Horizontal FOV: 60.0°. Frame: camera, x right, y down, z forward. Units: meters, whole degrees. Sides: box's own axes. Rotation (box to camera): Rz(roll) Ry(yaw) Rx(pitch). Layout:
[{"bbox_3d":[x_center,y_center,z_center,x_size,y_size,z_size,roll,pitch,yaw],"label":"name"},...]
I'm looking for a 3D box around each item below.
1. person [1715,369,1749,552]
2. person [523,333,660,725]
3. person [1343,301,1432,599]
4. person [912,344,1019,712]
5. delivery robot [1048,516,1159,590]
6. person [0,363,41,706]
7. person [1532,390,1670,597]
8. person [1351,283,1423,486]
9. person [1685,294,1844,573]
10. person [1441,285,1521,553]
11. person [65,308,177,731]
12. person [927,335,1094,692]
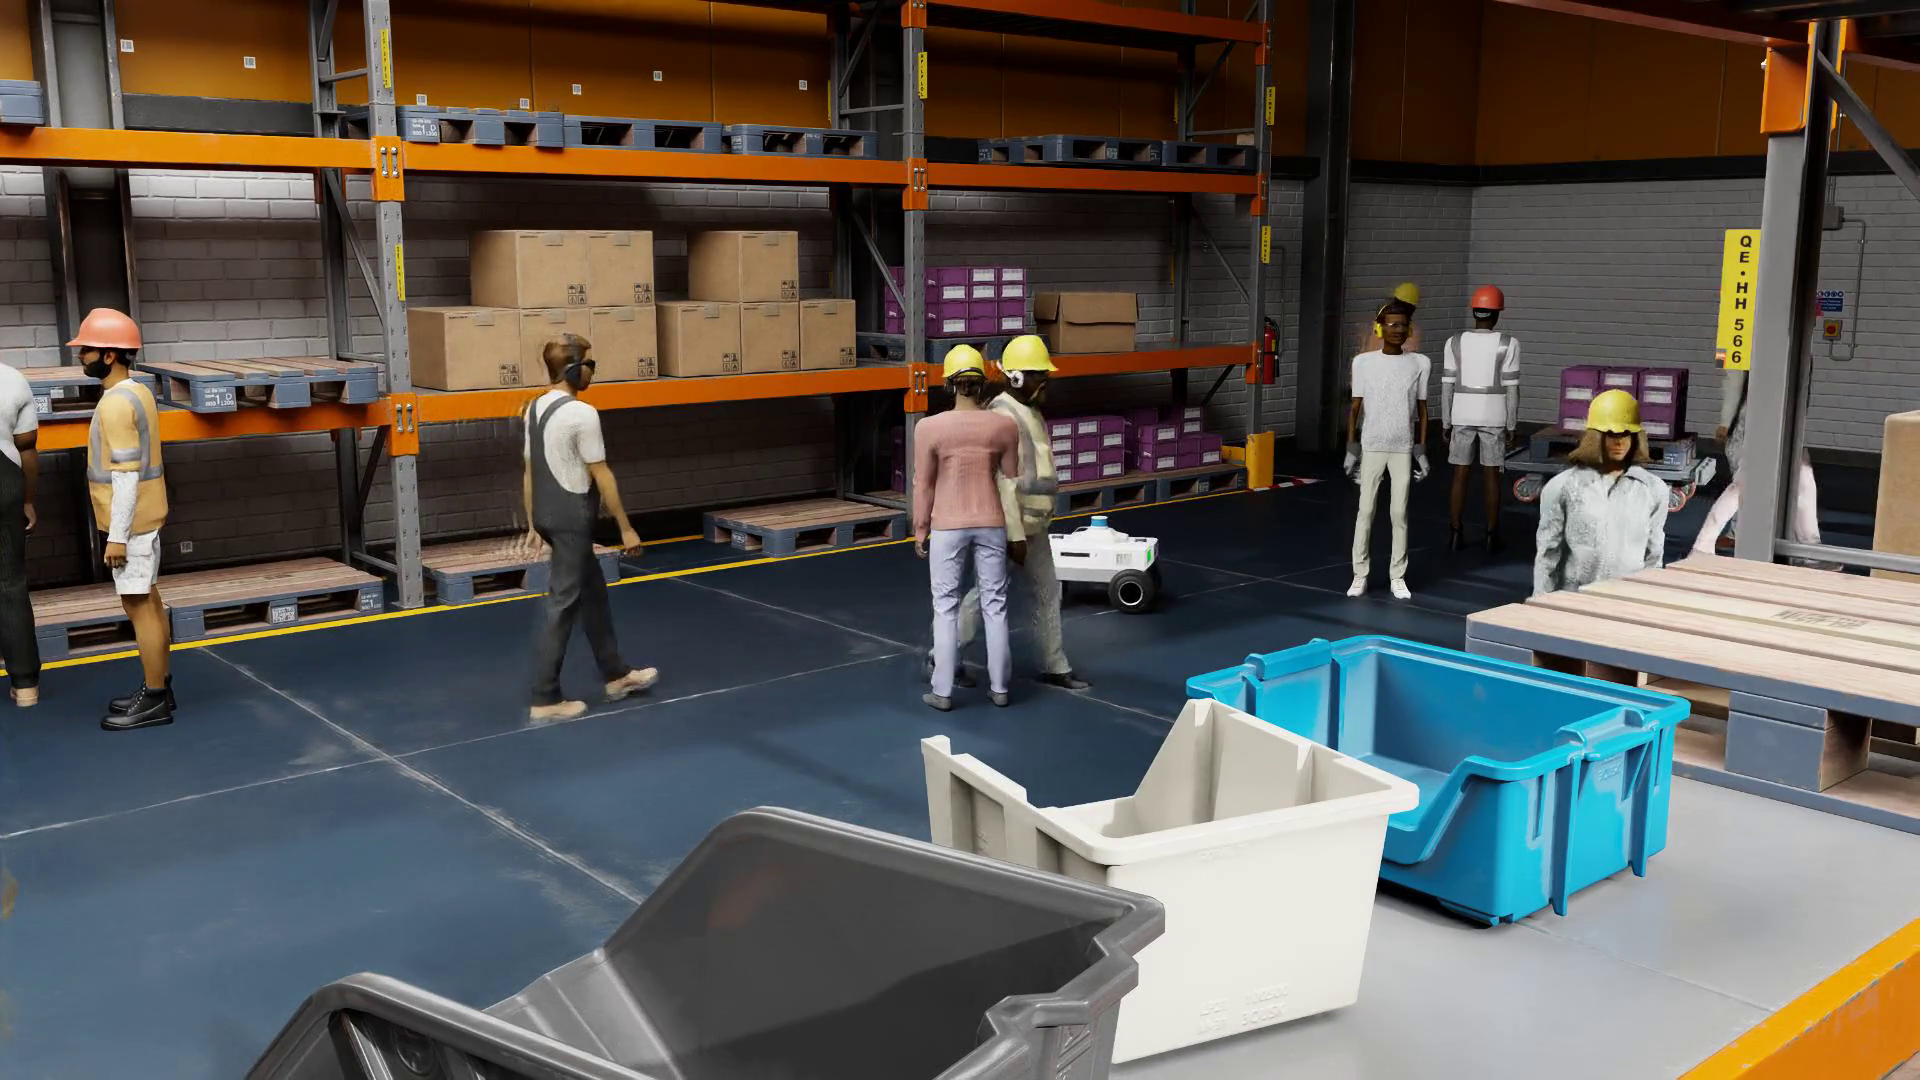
[{"bbox_3d":[5.741,-0.872,12.057,0.629,1.940,0.379,-4,11,-22],"label":"person"},{"bbox_3d":[-1.718,-0.063,7.867,0.837,1.815,0.522,-8,13,-38],"label":"person"},{"bbox_3d":[2.698,-0.550,10.466,0.551,1.872,0.379,2,10,11],"label":"person"},{"bbox_3d":[0.025,-0.057,8.012,0.522,1.758,0.350,-2,10,-14],"label":"person"},{"bbox_3d":[0.856,0.094,10.261,0.707,0.478,0.477,2,10,13],"label":"delivery robot"},{"bbox_3d":[-4.756,-0.178,7.888,0.538,2.000,0.684,10,14,44],"label":"person"},{"bbox_3d":[2.433,0.269,6.358,0.497,1.695,0.880,1,10,7],"label":"person"},{"bbox_3d":[3.921,-1.419,15.301,0.614,1.870,0.622,-6,12,-30],"label":"person"},{"bbox_3d":[5.461,-0.713,11.194,1.050,1.947,0.605,-2,10,-10],"label":"person"},{"bbox_3d":[3.776,-0.875,12.078,0.549,1.936,0.377,5,12,28],"label":"person"},{"bbox_3d":[-3.862,-0.094,7.693,0.354,1.942,0.545,-3,11,-18],"label":"person"},{"bbox_3d":[0.248,-0.120,8.282,0.729,1.825,0.593,4,11,20],"label":"person"}]
